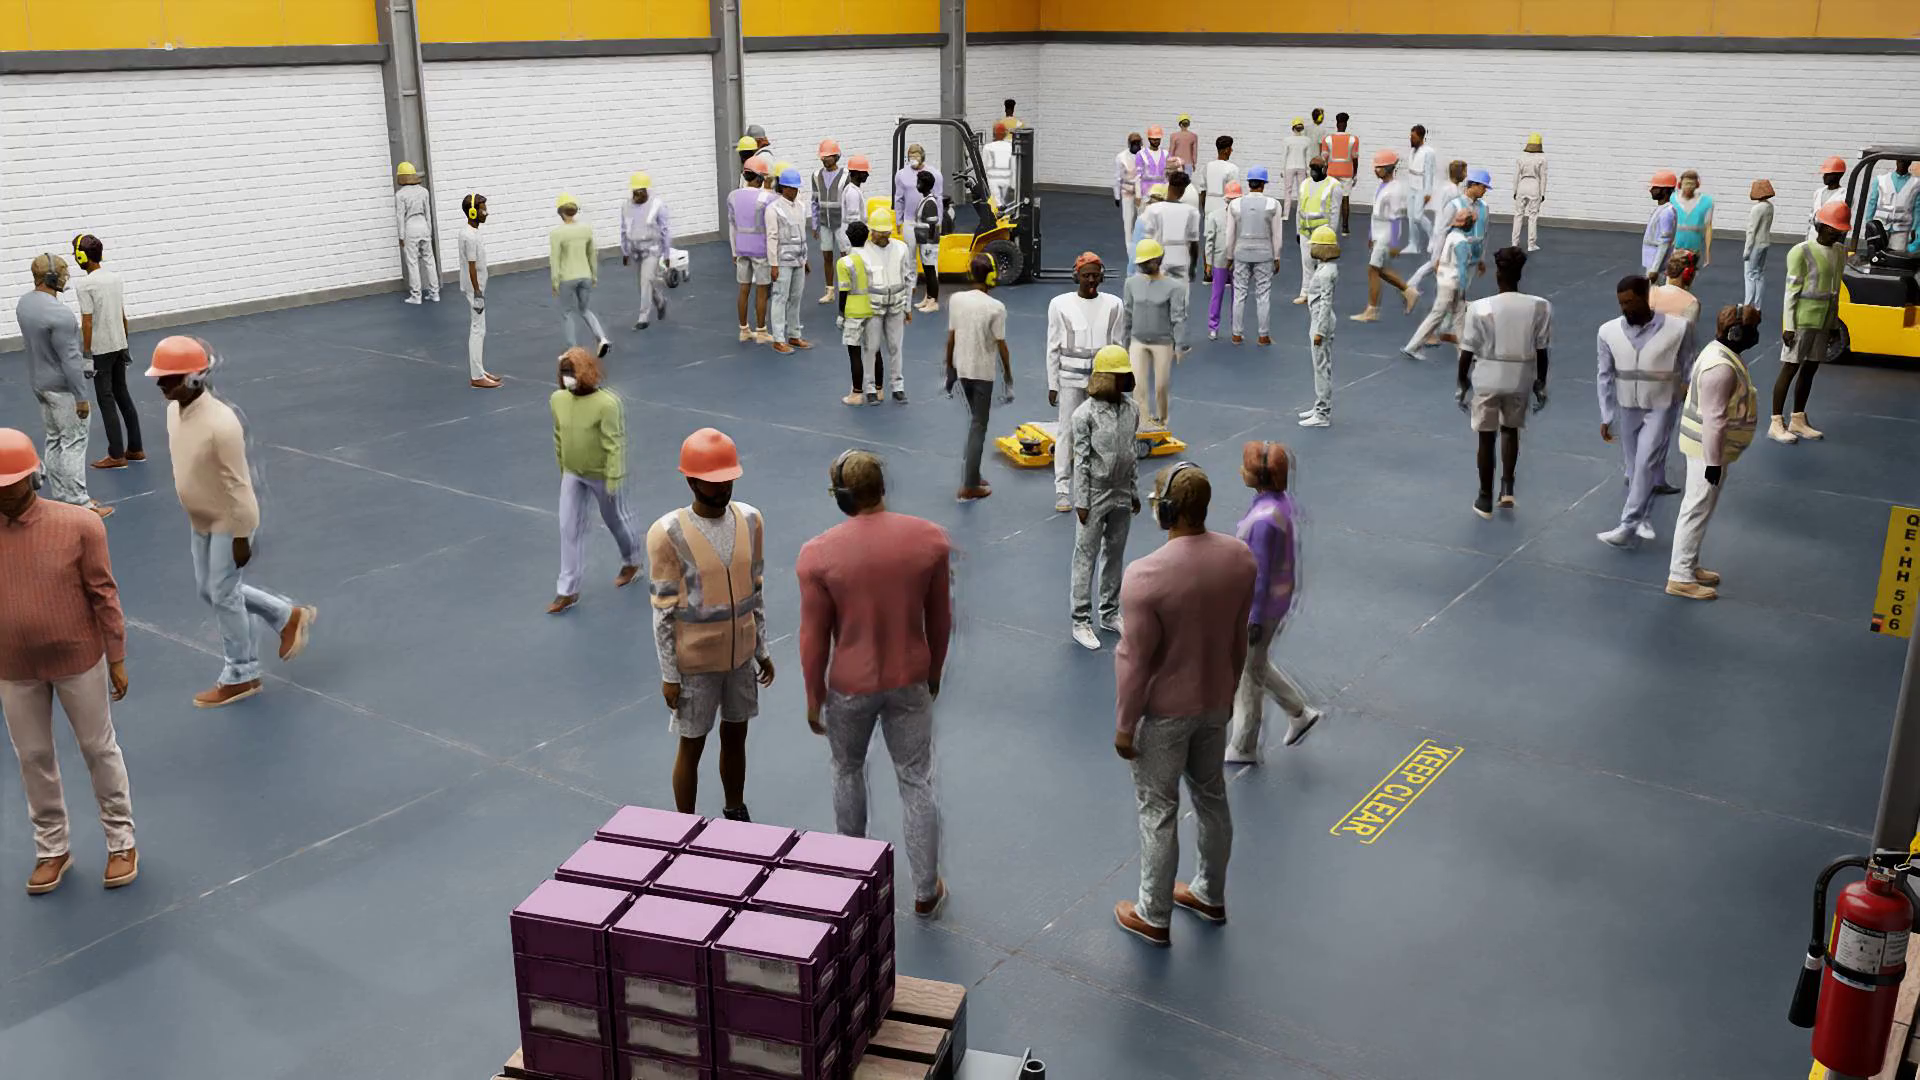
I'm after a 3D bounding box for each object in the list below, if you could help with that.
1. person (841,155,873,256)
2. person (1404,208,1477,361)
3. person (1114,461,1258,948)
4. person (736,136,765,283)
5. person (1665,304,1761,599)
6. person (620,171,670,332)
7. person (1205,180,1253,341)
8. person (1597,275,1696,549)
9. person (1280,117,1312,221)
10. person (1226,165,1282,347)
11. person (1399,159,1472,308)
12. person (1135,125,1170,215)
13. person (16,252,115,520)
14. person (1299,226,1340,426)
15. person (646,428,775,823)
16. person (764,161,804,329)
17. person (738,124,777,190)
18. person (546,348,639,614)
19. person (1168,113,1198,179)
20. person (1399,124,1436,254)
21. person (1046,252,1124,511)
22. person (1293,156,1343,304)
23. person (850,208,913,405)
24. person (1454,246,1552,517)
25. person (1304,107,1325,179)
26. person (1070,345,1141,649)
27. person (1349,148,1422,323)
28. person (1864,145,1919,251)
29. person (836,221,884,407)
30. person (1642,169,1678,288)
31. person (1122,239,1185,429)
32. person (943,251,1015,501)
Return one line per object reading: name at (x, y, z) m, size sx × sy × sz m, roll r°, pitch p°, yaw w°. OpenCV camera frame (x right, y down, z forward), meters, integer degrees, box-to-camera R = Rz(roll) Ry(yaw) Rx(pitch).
person at (-1.198, -3.523, 19.470) m, size 0.384 × 1.929 × 0.540 m, roll 0°, pitch 18°, yaw -1°
person at (5.057, -2.636, 17.230) m, size 0.842 × 1.592 × 0.535 m, roll 3°, pitch 18°, yaw 8°
person at (0.854, 0.642, 6.434) m, size 0.635 × 1.931 × 0.367 m, roll -11°, pitch 21°, yaw -32°
person at (-2.784, -4.408, 22.226) m, size 0.363 × 1.929 × 0.585 m, roll 1°, pitch 18°, yaw 2°
person at (4.687, -0.552, 10.323) m, size 0.430 × 1.837 × 0.625 m, roll 8°, pitch 20°, yaw 25°
person at (-3.571, -3.336, 19.086) m, size 0.598 × 1.799 × 0.798 m, roll 7°, pitch 19°, yaw 21°
person at (2.980, -3.074, 18.335) m, size 0.565 × 1.751 × 0.330 m, roll 0°, pitch 18°, yaw -1°
person at (4.598, -0.859, 11.248) m, size 0.662 × 1.852 × 0.847 m, roll 14°, pitch 23°, yaw 37°
person at (5.793, -6.405, 28.752) m, size 0.518 × 1.756 × 0.345 m, roll -2°, pitch 18°, yaw -6°
person at (3.176, -3.061, 17.999) m, size 0.604 × 1.937 × 0.403 m, roll 6°, pitch 19°, yaw 17°
person at (5.872, -3.722, 20.278) m, size 0.879 × 1.822 × 0.523 m, roll -1°, pitch 18°, yaw -4°
person at (2.816, -5.068, 24.277) m, size 0.545 × 1.938 × 0.362 m, roll -6°, pitch 19°, yaw -18°
person at (-6.356, -1.064, 11.778) m, size 0.636 × 1.928 × 0.384 m, roll 13°, pitch 22°, yaw 35°
person at (3.148, -1.870, 14.587) m, size 0.312 × 1.743 × 0.493 m, roll 4°, pitch 18°, yaw 13°
person at (-1.011, 0.476, 6.935) m, size 0.542 × 1.938 × 0.358 m, roll -15°, pitch 23°, yaw -40°
person at (-2.088, -3.410, 19.158) m, size 0.594 × 1.903 × 0.817 m, roll -8°, pitch 20°, yaw -25°
person at (-2.791, -4.701, 22.962) m, size 0.536 × 2.000 × 0.688 m, roll -2°, pitch 18°, yaw -8°
person at (-2.275, -0.405, 10.252) m, size 0.513 × 1.590 × 0.846 m, roll 7°, pitch 19°, yaw 20°
person at (3.977, -6.733, 29.779) m, size 0.532 × 1.758 × 0.344 m, roll -3°, pitch 18°, yaw -9°
person at (6.898, -5.217, 24.783) m, size 0.529 × 1.907 × 0.631 m, roll -4°, pitch 18°, yaw -13°
person at (0.909, -1.143, 12.088) m, size 0.574 × 1.882 × 0.356 m, roll -4°, pitch 18°, yaw -12°
person at (4.374, -3.785, 20.442) m, size 0.431 × 1.836 × 0.619 m, roll -15°, pitch 23°, yaw -40°
person at (-0.723, -2.147, 15.340) m, size 0.605 × 1.817 × 0.403 m, roll -7°, pitch 19°, yaw -21°
person at (3.874, -1.124, 11.913) m, size 0.643 × 1.951 × 0.423 m, roll 0°, pitch 18°, yaw 1°
person at (6.320, -6.766, 29.704) m, size 0.325 × 1.870 × 0.536 m, roll -11°, pitch 21°, yaw -30°
person at (0.848, -0.254, 9.529) m, size 0.486 × 1.746 × 0.290 m, roll -14°, pitch 22°, yaw -37°
person at (5.021, -3.535, 19.365) m, size 0.788 × 2.015 × 0.607 m, roll 0°, pitch 18°, yaw -1°
person at (11.475, -3.862, 20.481) m, size 0.605 × 1.951 × 0.380 m, roll 10°, pitch 20°, yaw 28°
person at (-0.914, -2.081, 15.323) m, size 0.539 × 1.694 × 0.318 m, roll -14°, pitch 22°, yaw -37°
person at (7.345, -2.931, 17.590) m, size 0.354 × 1.939 × 0.544 m, roll 5°, pitch 18°, yaw 16°
person at (1.613, -1.634, 13.868) m, size 0.569 × 1.737 × 0.576 m, roll 7°, pitch 19°, yaw 21°
person at (0.186, -1.221, 12.380) m, size 0.550 × 1.847 × 0.590 m, roll 14°, pitch 23°, yaw 38°
